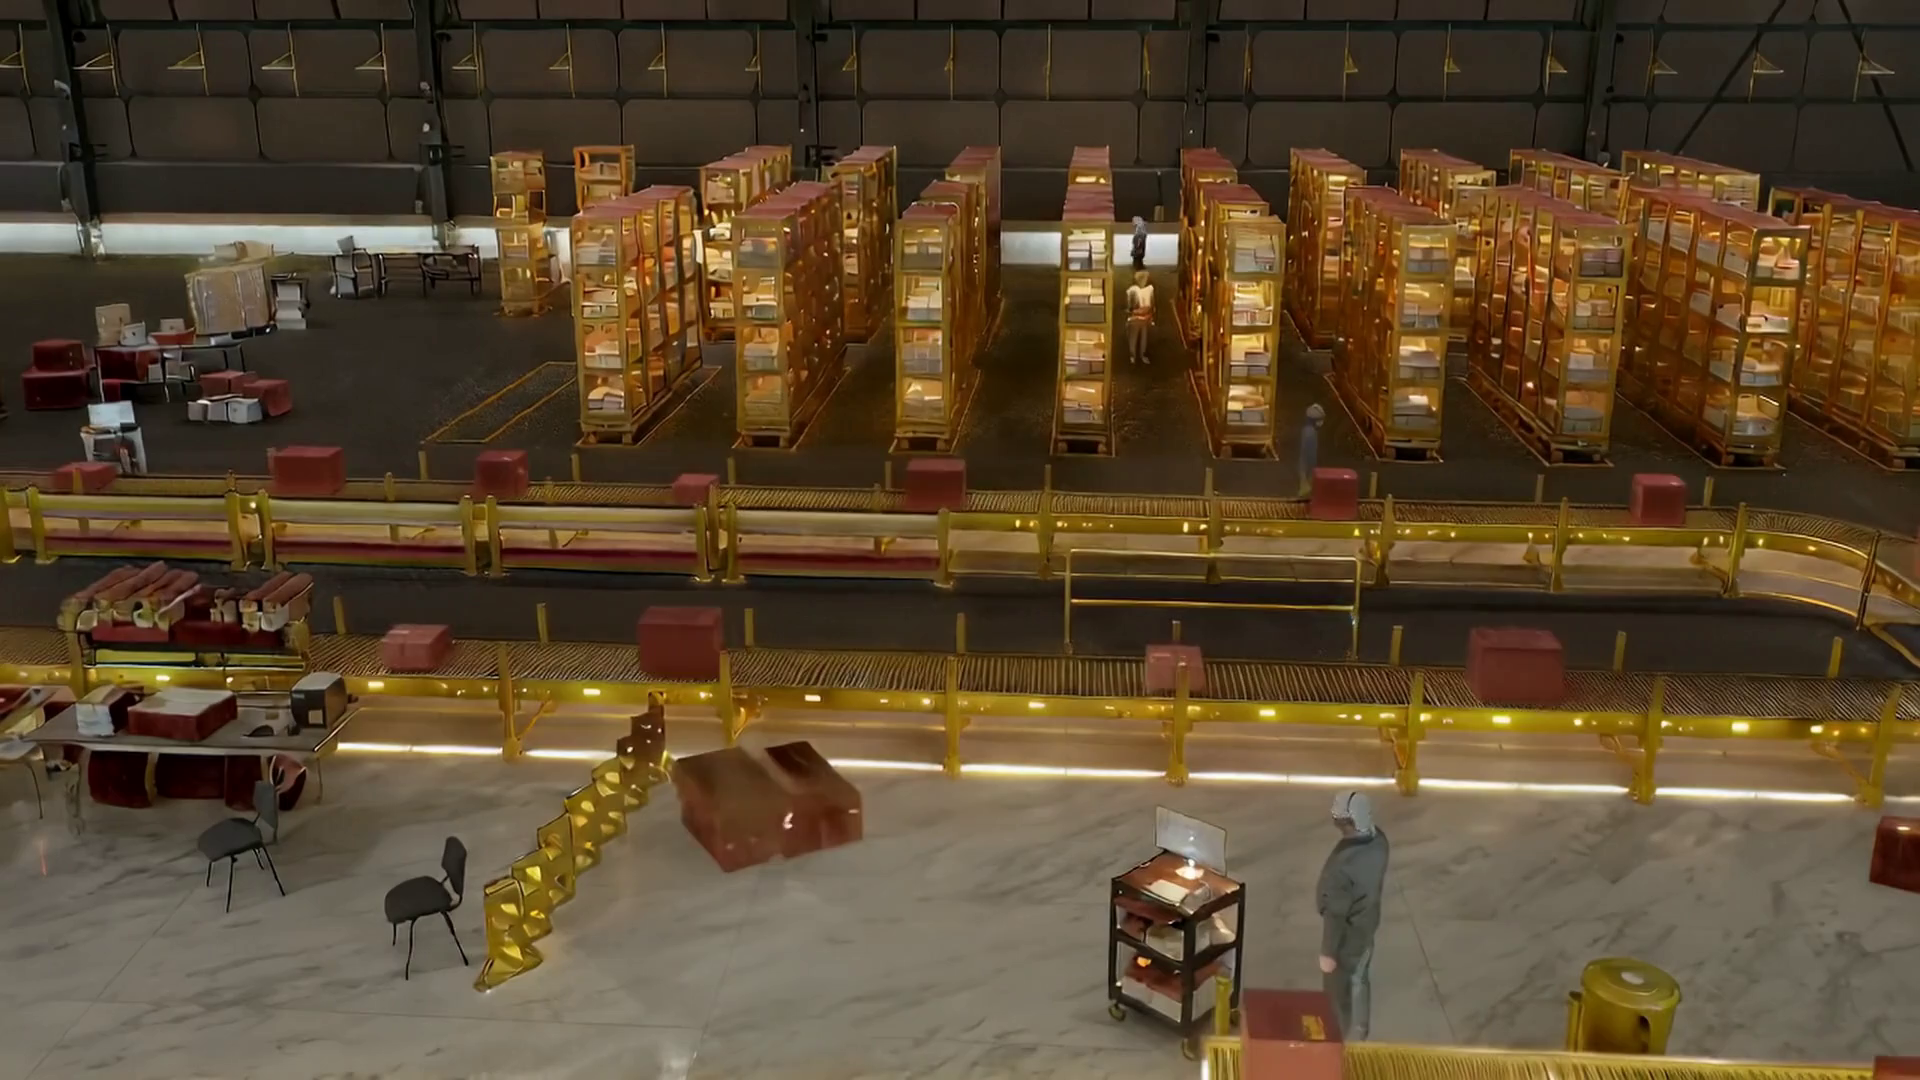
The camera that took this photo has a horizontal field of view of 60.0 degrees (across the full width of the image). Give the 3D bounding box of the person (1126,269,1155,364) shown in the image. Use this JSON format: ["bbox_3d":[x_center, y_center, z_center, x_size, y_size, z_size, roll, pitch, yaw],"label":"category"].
[{"bbox_3d":[3.514,-4.357,32.381,0.590,1.837,0.404,-4,18,-14],"label":"person"}]

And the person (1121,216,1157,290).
[{"bbox_3d":[4.469,-7.106,41.150,0.859,1.816,0.569,-1,18,-3],"label":"person"}]

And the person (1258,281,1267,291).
[{"bbox_3d":[6.447,-5.575,36.011,0.411,1.987,0.607,-2,18,-7],"label":"person"}]

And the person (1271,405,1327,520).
[{"bbox_3d":[4.494,-0.925,21.648,0.796,1.740,0.524,2,18,6],"label":"person"}]

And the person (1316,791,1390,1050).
[{"bbox_3d":[2.452,2.479,10.595,0.400,1.901,0.650,13,22,35],"label":"person"}]
